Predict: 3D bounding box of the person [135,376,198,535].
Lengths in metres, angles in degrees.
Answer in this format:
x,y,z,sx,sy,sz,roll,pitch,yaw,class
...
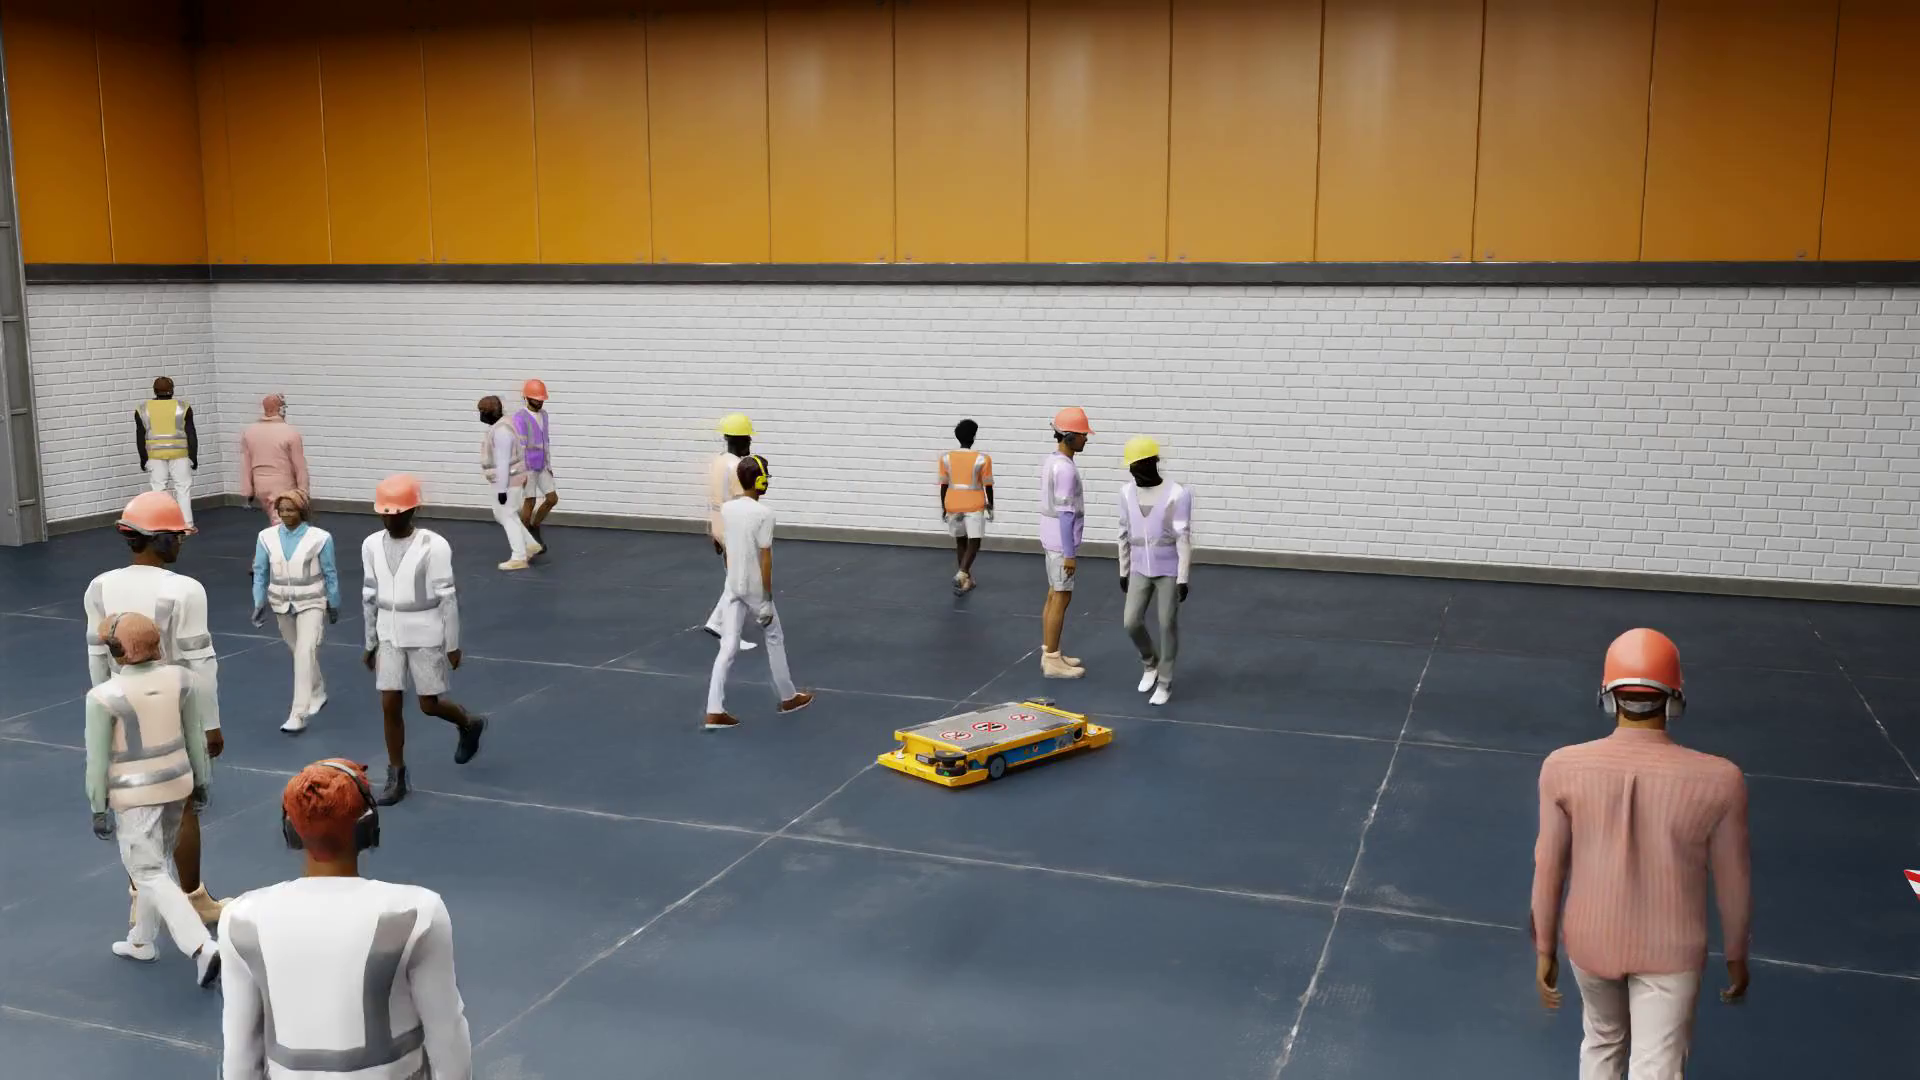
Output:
x,y,z,sx,sy,sz,roll,pitch,yaw,class
-9.106,-0.957,19.141,0.642,1.841,0.429,-3,10,-16,person

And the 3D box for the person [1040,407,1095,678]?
x,y,z,sx,sy,sz,roll,pitch,yaw,class
0.806,0.018,12.478,0.403,2.035,0.609,-1,9,-4,person

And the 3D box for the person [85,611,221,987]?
x,y,z,sx,sy,sz,roll,pitch,yaw,class
-3.428,1.097,7.102,0.775,1.606,0.527,4,10,25,person

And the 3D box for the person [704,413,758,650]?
x,y,z,sx,sy,sz,roll,pitch,yaw,class
-1.785,-0.055,13.289,0.413,1.915,0.586,-4,10,-26,person

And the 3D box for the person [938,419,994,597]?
x,y,z,sx,sy,sz,roll,pitch,yaw,class
0.043,-0.301,15.579,0.539,1.669,0.769,3,10,19,person

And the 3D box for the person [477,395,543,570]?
x,y,z,sx,sy,sz,roll,pitch,yaw,class
-4.596,-0.578,16.915,0.578,1.802,0.667,-3,10,-19,person

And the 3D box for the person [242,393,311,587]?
x,y,z,sx,sy,sz,roll,pitch,yaw,class
-6.675,-0.493,16.182,0.660,1.872,0.935,3,10,18,person

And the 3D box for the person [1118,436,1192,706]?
x,y,z,sx,sy,sz,roll,pitch,yaw,class
1.368,0.215,11.686,0.624,1.896,0.409,5,11,30,person

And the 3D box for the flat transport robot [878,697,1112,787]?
x,y,z,sx,sy,sz,roll,pitch,yaw,class
0.236,1.238,10.363,1.431,0.197,0.652,-9,13,-43,flat transport robot

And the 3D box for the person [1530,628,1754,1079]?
x,y,z,sx,sy,sz,roll,pitch,yaw,class
2.061,1.250,5.100,0.620,1.958,0.981,6,11,34,person

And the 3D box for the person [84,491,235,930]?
x,y,z,sx,sy,sz,roll,pitch,yaw,class
-3.671,0.790,7.669,0.613,2.039,0.393,2,9,13,person

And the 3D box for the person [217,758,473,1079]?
x,y,z,sx,sy,sz,roll,pitch,yaw,class
-1.531,1.461,4.131,0.581,1.852,0.938,1,9,4,person

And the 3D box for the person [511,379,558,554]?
x,y,z,sx,sy,sz,roll,pitch,yaw,class
-4.559,-0.781,17.842,0.465,1.900,0.609,3,10,20,person

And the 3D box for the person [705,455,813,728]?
x,y,z,sx,sy,sz,roll,pitch,yaw,class
-1.404,0.333,11.197,0.542,1.819,0.973,7,11,36,person

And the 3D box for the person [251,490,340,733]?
x,y,z,sx,sy,sz,roll,pitch,yaw,class
-4.437,0.455,11.134,0.509,1.591,0.879,0,9,3,person

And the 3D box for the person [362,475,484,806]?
x,y,z,sx,sy,sz,roll,pitch,yaw,class
-3.152,0.537,9.687,0.579,1.906,0.753,2,9,13,person
